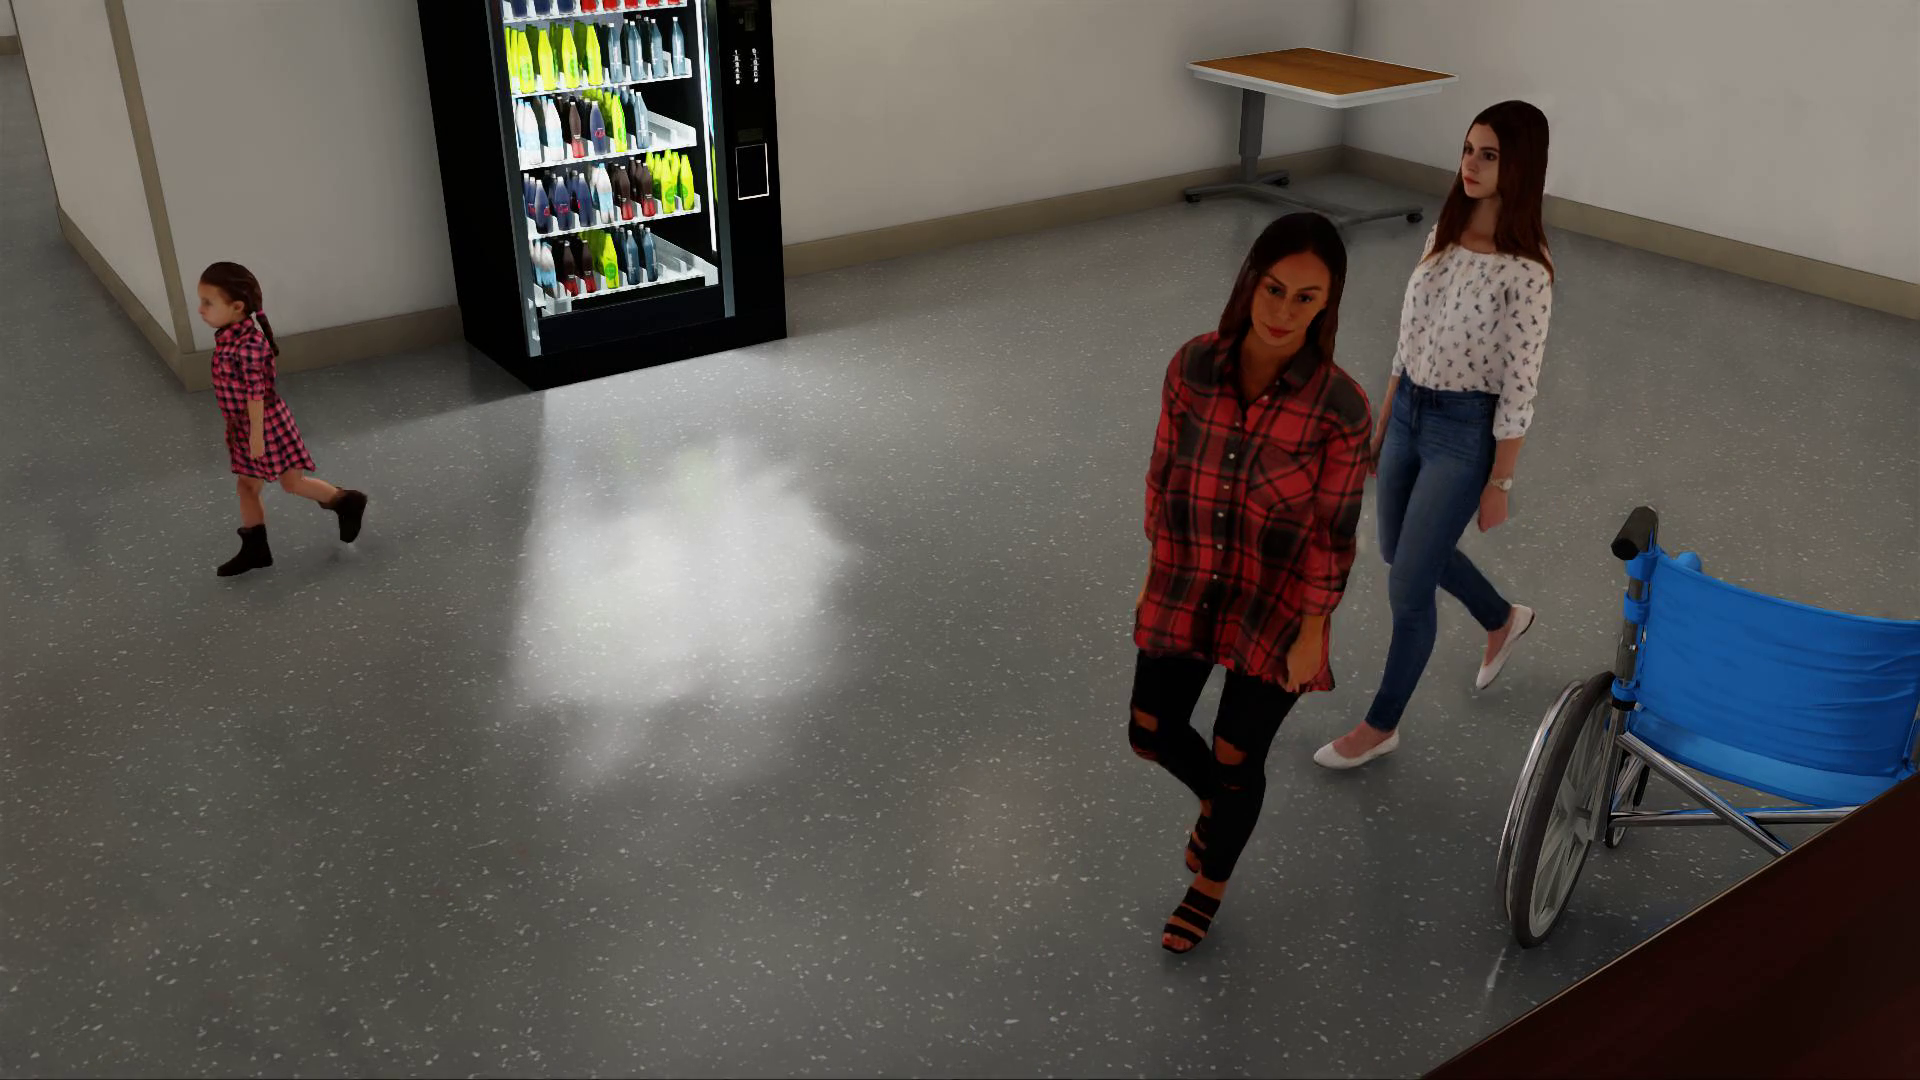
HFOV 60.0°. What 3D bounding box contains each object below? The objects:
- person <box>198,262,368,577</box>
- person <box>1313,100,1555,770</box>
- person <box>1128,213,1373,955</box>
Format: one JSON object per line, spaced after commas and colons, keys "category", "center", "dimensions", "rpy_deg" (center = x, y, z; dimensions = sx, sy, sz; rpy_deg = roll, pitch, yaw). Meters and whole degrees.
{"category": "person", "center": [-2.197, -0.386, 5.324], "dimensions": [0.747, 1.006, 0.491], "rpy_deg": [-23, 34, -39]}
{"category": "person", "center": [1.283, -0.253, 4.238], "dimensions": [1.062, 1.710, 0.772], "rpy_deg": [-9, 27, -19]}
{"category": "person", "center": [0.625, 0.123, 3.493], "dimensions": [0.741, 1.679, 0.787], "rpy_deg": [19, 31, 34]}
